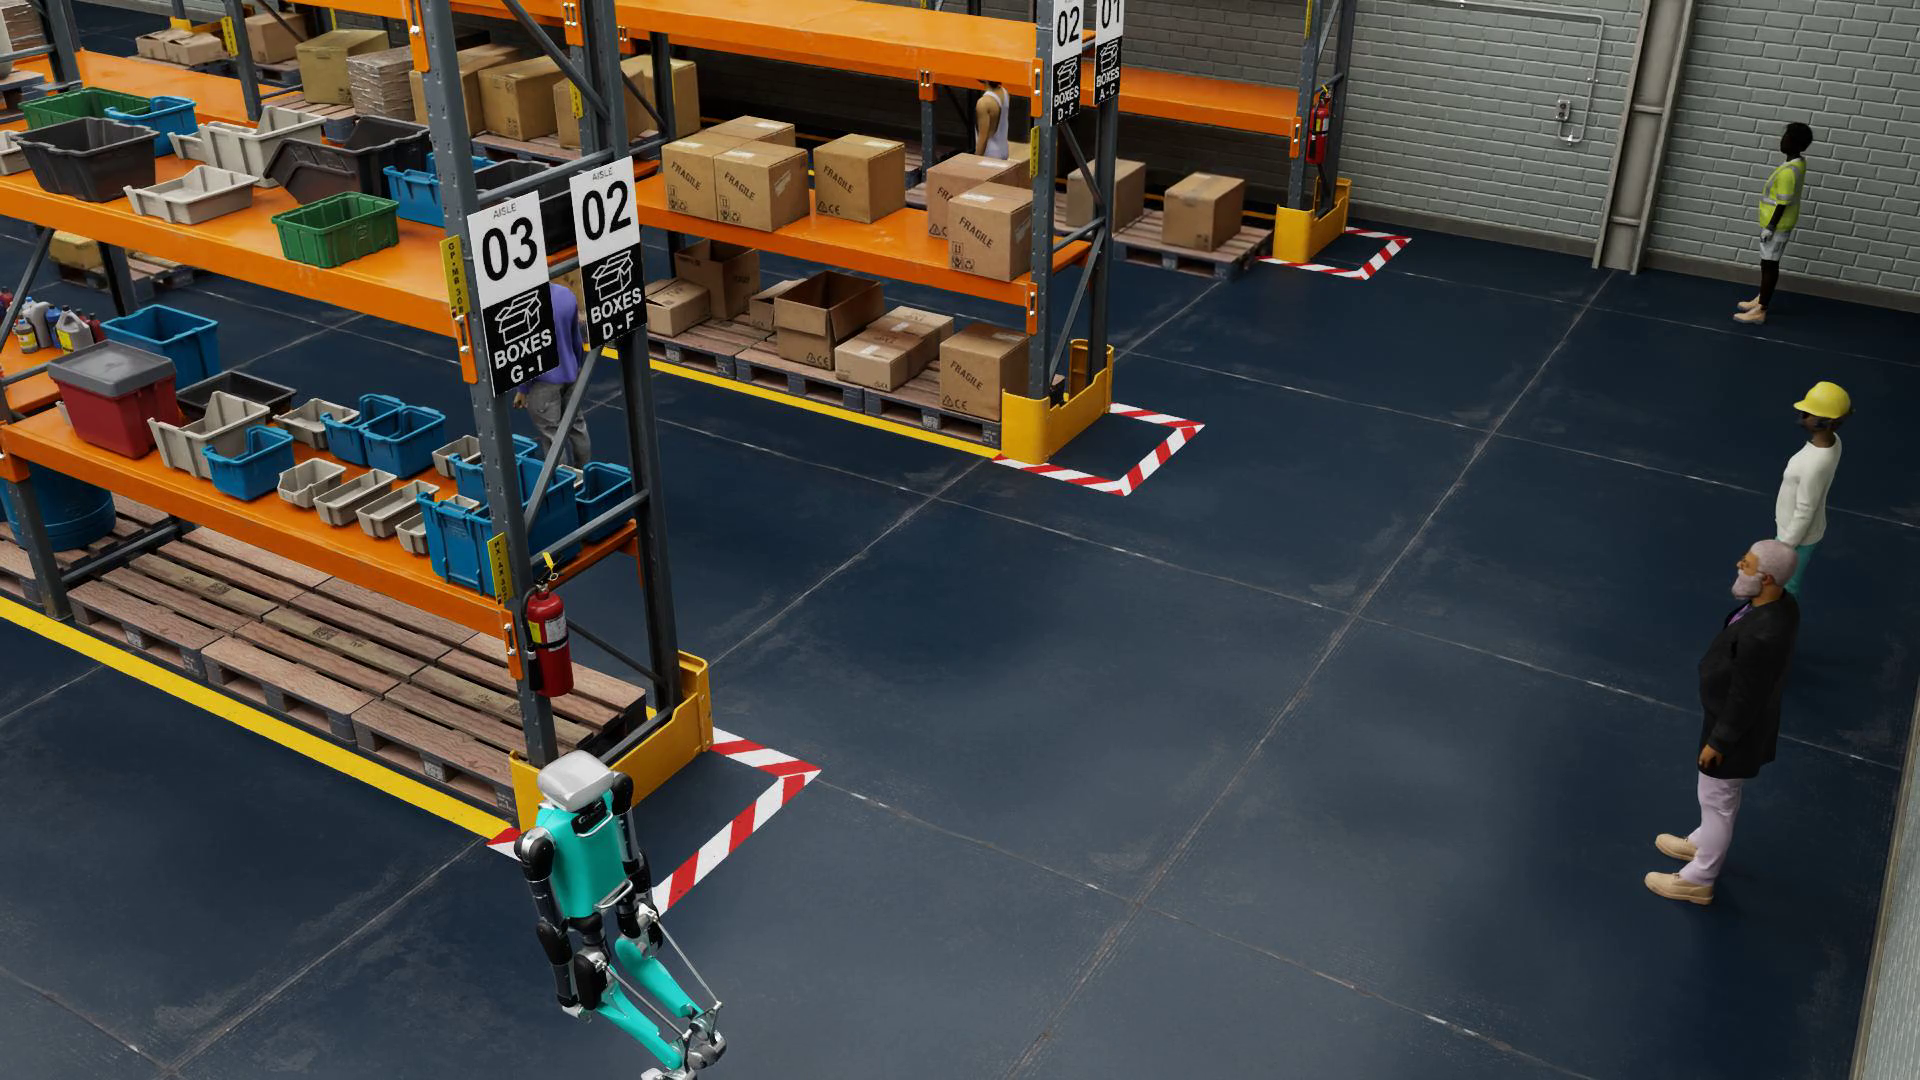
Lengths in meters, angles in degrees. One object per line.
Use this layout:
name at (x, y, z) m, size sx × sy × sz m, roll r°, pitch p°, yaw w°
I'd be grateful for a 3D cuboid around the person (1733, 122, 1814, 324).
person at (6.828, -2.652, 13.921) m, size 0.318 × 1.699 × 0.534 m, roll 16°, pitch 33°, yaw 27°

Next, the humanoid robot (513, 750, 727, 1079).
humanoid robot at (-1.170, 1.575, 6.162) m, size 0.735 × 1.677 × 0.533 m, roll 16°, pitch 33°, yaw 27°

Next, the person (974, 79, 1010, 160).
person at (0.253, -3.541, 15.351) m, size 0.376 × 1.863 × 0.510 m, roll 16°, pitch 33°, yaw 27°

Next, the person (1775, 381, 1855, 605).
person at (4.593, -0.047, 9.180) m, size 0.312 × 1.768 × 0.524 m, roll 16°, pitch 33°, yaw 27°

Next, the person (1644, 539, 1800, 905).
person at (3.502, 0.824, 7.526) m, size 0.405 × 1.856 × 0.532 m, roll 16°, pitch 33°, yaw 27°

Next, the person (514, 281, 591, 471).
person at (-2.674, -1.048, 10.944) m, size 0.395 × 1.799 × 0.589 m, roll 16°, pitch 33°, yaw 27°
